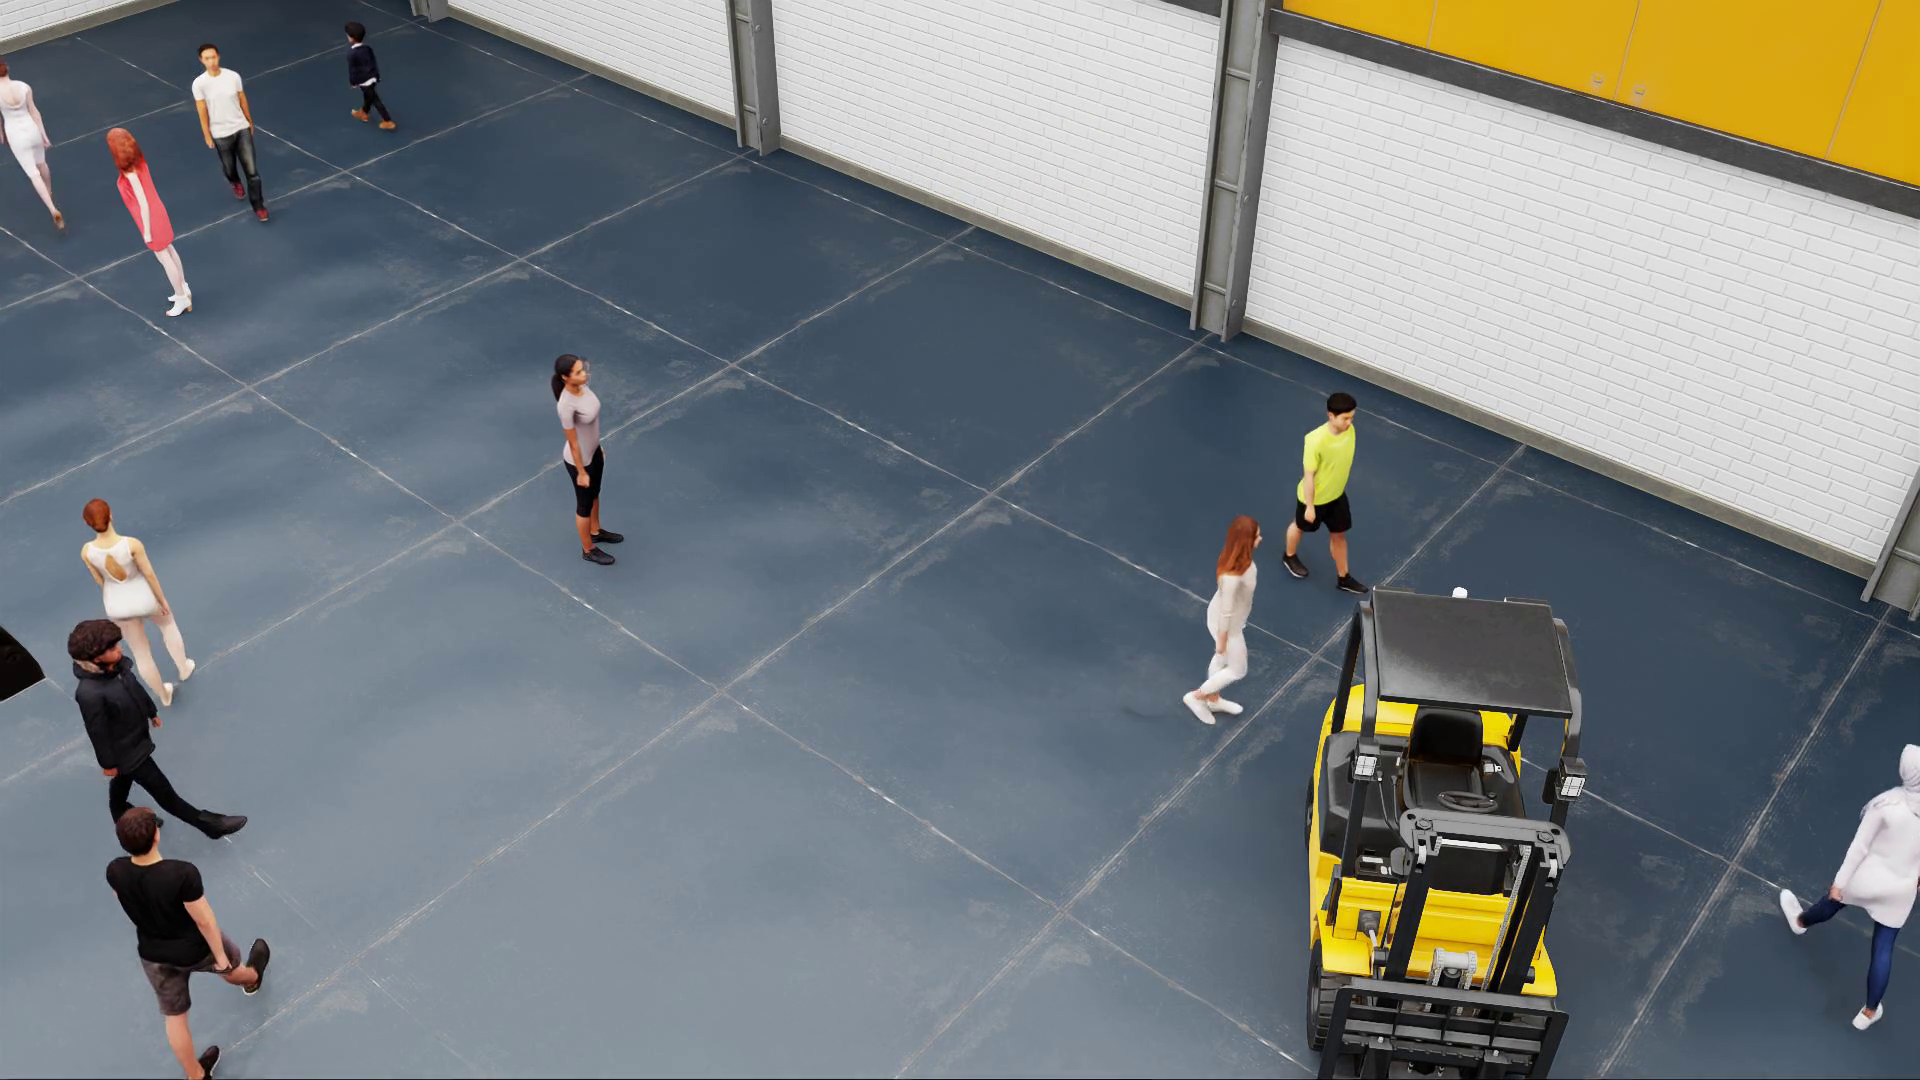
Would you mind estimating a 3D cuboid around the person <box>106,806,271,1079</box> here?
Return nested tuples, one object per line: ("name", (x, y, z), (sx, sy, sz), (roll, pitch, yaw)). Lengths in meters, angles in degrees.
("person", (-4.156, 2.210, 8.757), (1.202, 1.806, 1.231), (-1, 39, -1))

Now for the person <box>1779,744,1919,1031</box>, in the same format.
("person", (5.086, 1.950, 9.150), (1.203, 1.721, 1.172), (6, 39, 8))

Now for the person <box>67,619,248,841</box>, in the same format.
("person", (-5.136, 1.214, 10.072), (1.154, 1.720, 1.103), (-3, 39, -4))

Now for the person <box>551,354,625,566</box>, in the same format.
("person", (-2.796, -0.618, 12.345), (0.716, 1.748, 0.693), (4, 39, 5))

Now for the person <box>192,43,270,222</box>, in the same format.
("person", (-7.351, -4.135, 16.725), (0.862, 1.778, 1.162), (-22, 44, -26))

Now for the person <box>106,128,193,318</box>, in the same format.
("person", (-7.356, -2.910, 15.151), (0.733, 1.826, 0.643), (-8, 39, -10))

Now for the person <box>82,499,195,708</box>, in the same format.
("person", (-5.505, 0.480, 11.063), (0.688, 1.630, 0.752), (-12, 40, -15))

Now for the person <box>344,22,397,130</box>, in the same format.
("person", (-6.533, -5.114, 18.416), (0.910, 1.195, 0.646), (16, 41, 19))

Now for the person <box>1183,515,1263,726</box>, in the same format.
("person", (1.684, 0.529, 10.951), (0.793, 1.695, 0.738), (5, 39, 6))

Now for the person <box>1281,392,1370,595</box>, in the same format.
("person", (2.583, -0.405, 12.132), (0.835, 1.679, 1.049), (-23, 44, -26))

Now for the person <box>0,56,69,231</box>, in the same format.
("person", (-9.212, -3.886, 16.432), (0.692, 1.753, 1.102), (-26, 46, -29))
